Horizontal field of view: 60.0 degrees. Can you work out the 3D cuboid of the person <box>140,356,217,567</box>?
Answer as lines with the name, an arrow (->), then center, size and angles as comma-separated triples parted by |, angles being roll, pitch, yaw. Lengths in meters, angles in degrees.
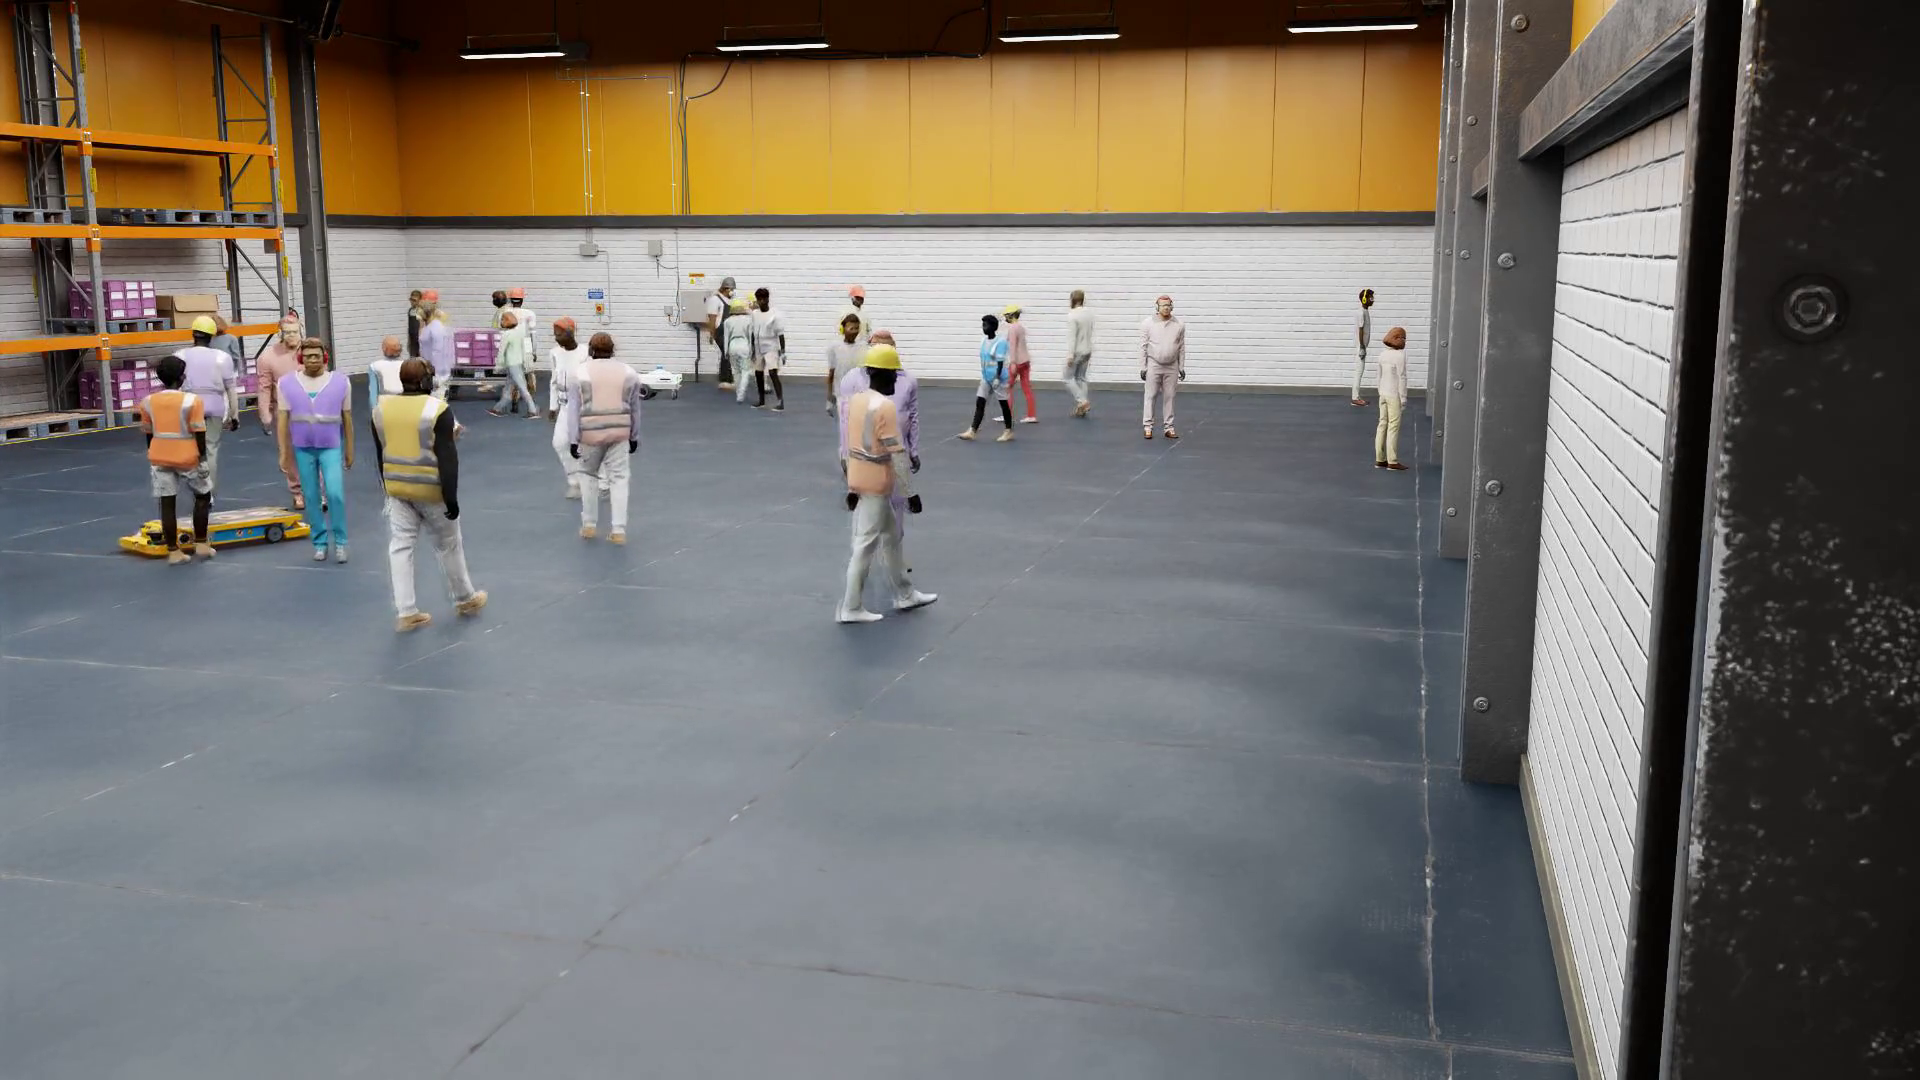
person -> -6.259, -0.643, 13.392 | 0.557, 1.674, 0.592 | 0, 10, 2

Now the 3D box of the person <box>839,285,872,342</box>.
person -> -1.706, -3.099, 26.565 | 0.987, 1.960, 0.624 | 9, 14, 42

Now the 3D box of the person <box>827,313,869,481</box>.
person -> -1.231, -1.570, 18.237 | 0.519, 1.840, 0.732 | -4, 11, -21

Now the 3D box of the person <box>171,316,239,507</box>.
person -> -7.476, -1.272, 16.472 | 0.600, 1.871, 1.018 | -3, 11, -18

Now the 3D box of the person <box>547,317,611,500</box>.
person -> -3.839, -1.310, 16.712 | 0.584, 1.847, 0.607 | 5, 11, 27

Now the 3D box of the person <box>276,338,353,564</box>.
person -> -5.181, -0.707, 13.383 | 0.568, 1.822, 0.651 | -2, 10, -13

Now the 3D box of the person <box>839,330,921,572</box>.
person -> -0.610, -0.680, 12.985 | 0.655, 1.905, 0.407 | -4, 11, -20

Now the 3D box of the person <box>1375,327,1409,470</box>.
person -> 4.963, -1.620, 19.075 | 0.279, 1.633, 0.497 | -3, 11, -18

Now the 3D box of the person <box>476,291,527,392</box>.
person -> -7.976, -3.478, 29.188 | 0.975, 1.788, 0.636 | -5, 11, -26

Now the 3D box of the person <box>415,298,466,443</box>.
person -> -6.480, -2.035, 20.636 | 0.507, 1.924, 0.635 | -6, 12, -32

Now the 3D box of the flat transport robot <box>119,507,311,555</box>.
flat transport robot -> -6.353, -0.094, 14.290 | 0.652, 0.197, 1.431 | 9, 13, 40

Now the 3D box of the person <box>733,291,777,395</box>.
person -> -3.575, -3.394, 28.690 | 0.915, 1.792, 0.607 | 4, 11, 20

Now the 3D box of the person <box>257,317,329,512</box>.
person -> -6.334, -1.179, 15.893 | 0.679, 1.866, 0.909 | -4, 11, -23

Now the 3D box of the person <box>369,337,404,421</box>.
person -> -6.041, -1.381, 17.836 | 0.539, 1.586, 0.880 | -3, 10, -17

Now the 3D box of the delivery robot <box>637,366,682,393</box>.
delivery robot -> -5.018, -2.673, 27.824 | 0.707, 0.478, 0.477 | 0, 10, 3

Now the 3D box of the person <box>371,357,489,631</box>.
person -> -3.578, -0.334, 11.278 | 0.654, 1.811, 0.848 | 3, 10, 16

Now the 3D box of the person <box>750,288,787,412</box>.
person -> -2.992, -2.966, 25.950 | 0.798, 1.912, 0.560 | 7, 12, 35

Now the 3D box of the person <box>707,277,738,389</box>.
person -> -4.065, -3.700, 29.702 | 0.882, 2.000, 0.705 | 7, 12, 33

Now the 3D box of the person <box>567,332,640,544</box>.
person -> -3.101, -0.891, 14.431 | 0.653, 1.811, 0.770 | -5, 11, -25

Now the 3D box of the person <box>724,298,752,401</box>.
person -> -3.620, -3.095, 27.244 | 0.493, 1.711, 0.632 | -1, 10, -3

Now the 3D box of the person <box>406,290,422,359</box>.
person -> -9.236, -3.392, 28.604 | 0.555, 1.822, 0.617 | 6, 12, 31

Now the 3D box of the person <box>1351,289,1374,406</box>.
person -> 6.494, -3.101, 26.801 | 0.310, 1.868, 0.534 | 3, 10, 15

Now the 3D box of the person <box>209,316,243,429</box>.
person -> -10.281, -2.305, 23.086 | 0.521, 1.588, 0.840 | 2, 10, 9

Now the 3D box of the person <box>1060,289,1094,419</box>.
person -> 1.738, -2.744, 24.629 | 0.436, 1.919, 0.648 | 6, 12, 32

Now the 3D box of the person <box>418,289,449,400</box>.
person -> -8.242, -2.977, 26.018 | 0.637, 1.895, 0.552 | 6, 12, 30

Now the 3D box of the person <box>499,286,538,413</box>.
person -> -6.768, -2.913, 25.532 | 0.547, 1.939, 0.376 | -2, 10, -11

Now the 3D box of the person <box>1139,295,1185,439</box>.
person -> 2.698, -2.295, 22.121 | 0.638, 1.910, 0.407 | -2, 10, -10

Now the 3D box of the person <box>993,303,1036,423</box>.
person -> 0.807, -2.550, 24.078 | 0.699, 1.729, 0.537 | 5, 11, 28

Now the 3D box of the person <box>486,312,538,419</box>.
person -> -6.693, -2.591, 24.720 | 0.902, 1.571, 0.511 | 2, 10, 13

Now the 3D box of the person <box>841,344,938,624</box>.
person -> -0.454, -0.380, 11.338 | 0.889, 1.893, 0.594 | -4, 11, -23

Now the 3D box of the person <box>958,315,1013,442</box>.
person -> 0.364, -2.076, 21.561 | 0.828, 1.654, 0.549 | -8, 13, -38
